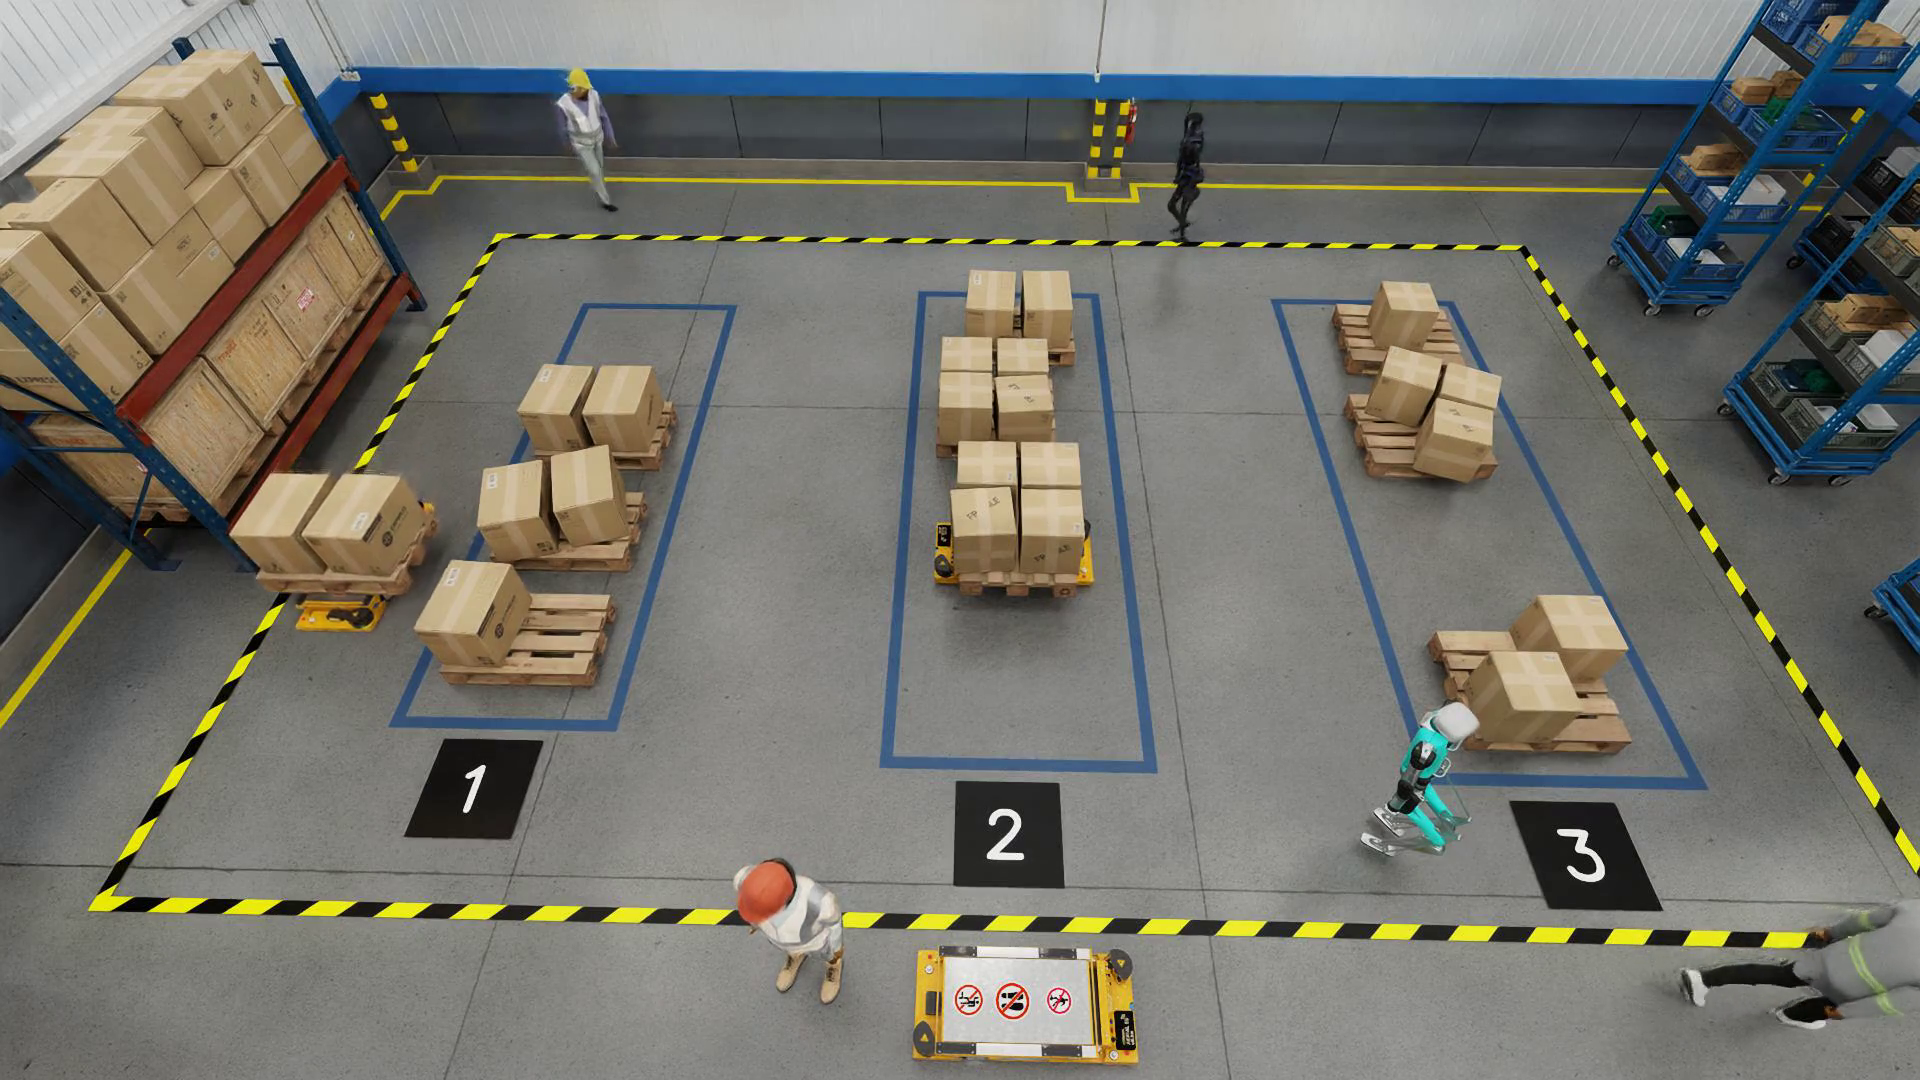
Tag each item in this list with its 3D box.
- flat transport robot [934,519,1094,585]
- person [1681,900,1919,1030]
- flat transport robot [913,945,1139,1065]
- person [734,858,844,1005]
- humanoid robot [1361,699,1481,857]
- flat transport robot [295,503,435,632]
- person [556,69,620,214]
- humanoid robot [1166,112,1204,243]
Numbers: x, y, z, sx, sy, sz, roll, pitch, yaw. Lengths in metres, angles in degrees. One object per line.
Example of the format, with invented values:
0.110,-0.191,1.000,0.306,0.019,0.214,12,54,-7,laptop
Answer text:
0.490,0.087,8.397,1.431,0.197,0.652,1,51,1,flat transport robot
5.214,2.541,5.437,0.895,1.795,0.599,8,51,6,person
0.422,3.041,6.007,1.431,0.231,0.659,1,51,1,flat transport robot
-0.987,2.341,5.440,0.613,2.031,0.394,12,52,10,person
3.168,1.700,6.065,0.735,1.677,0.533,35,59,25,humanoid robot
-5.396,0.186,8.316,0.652,0.197,1.431,1,51,1,flat transport robot
-4.683,-5.054,11.624,0.781,1.785,0.611,32,58,23,person
2.775,-4.362,11.137,0.358,1.643,0.610,-8,51,-6,humanoid robot
